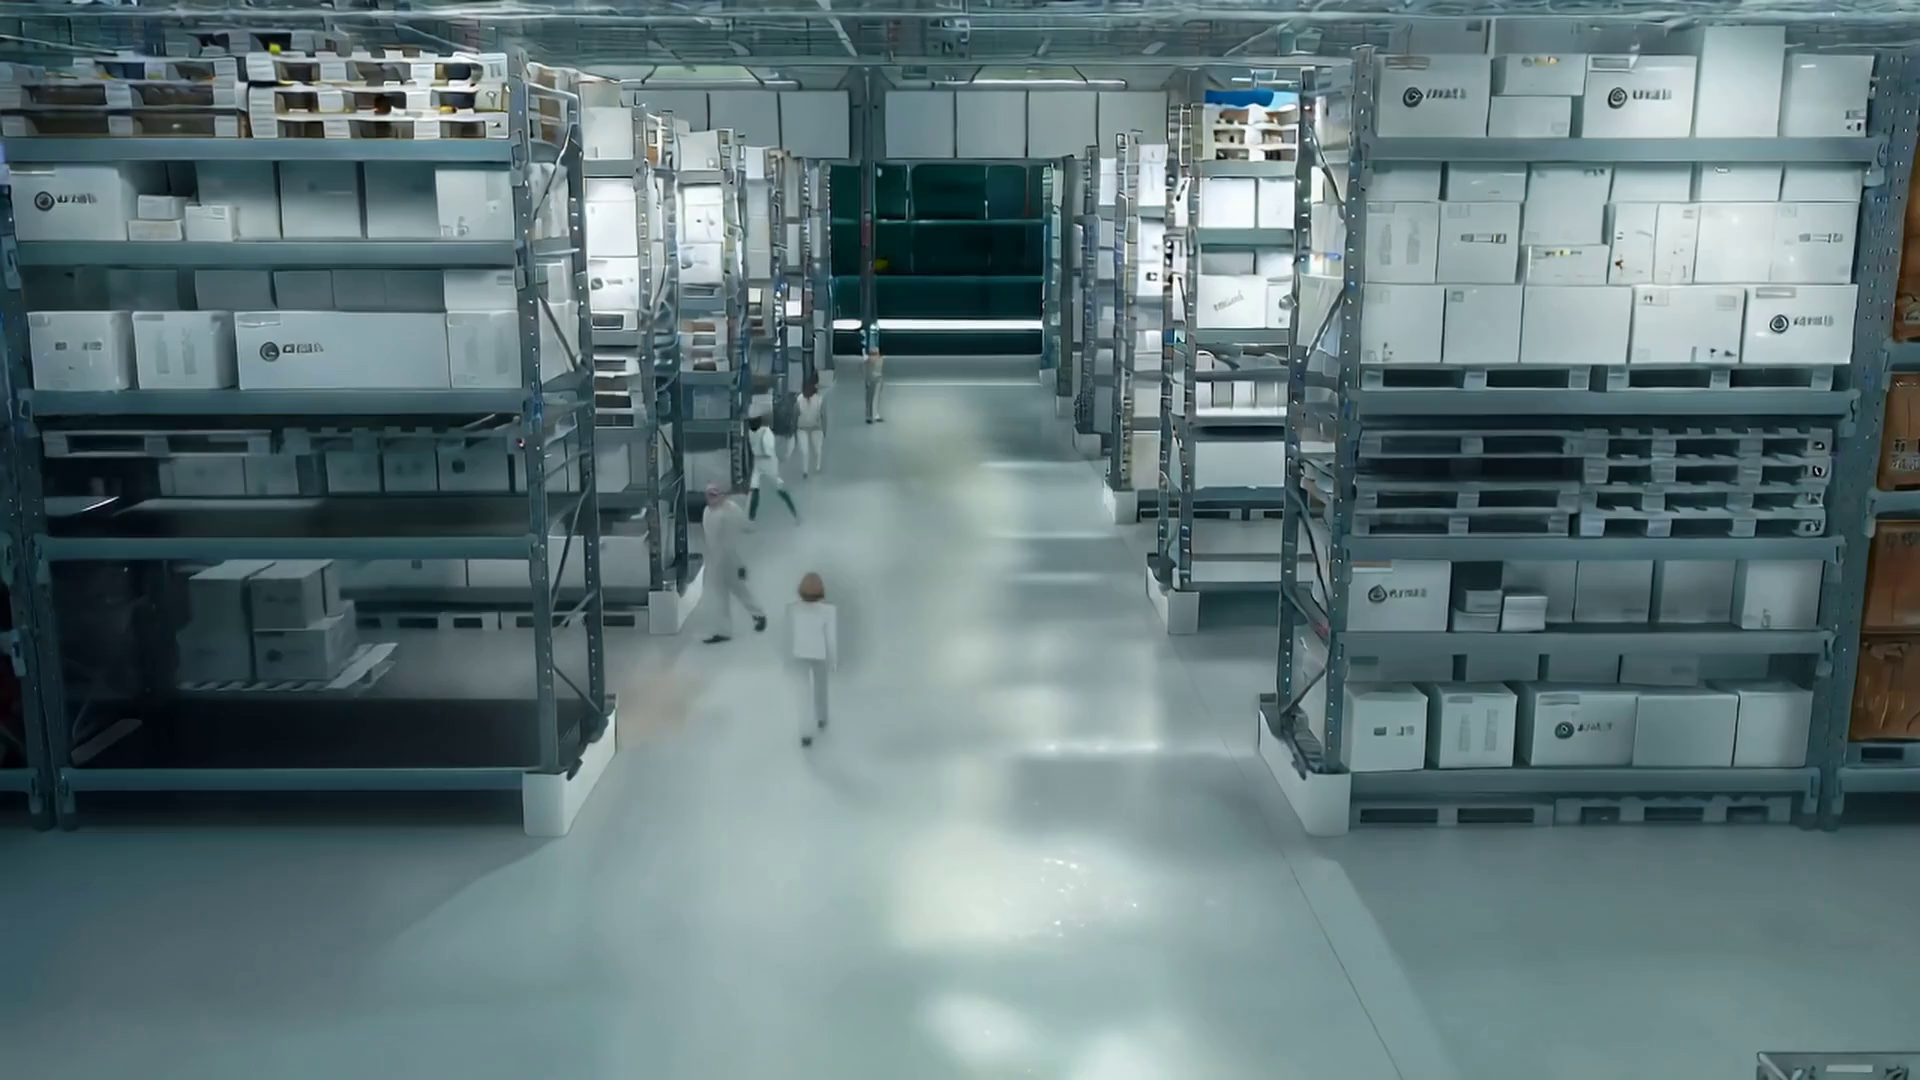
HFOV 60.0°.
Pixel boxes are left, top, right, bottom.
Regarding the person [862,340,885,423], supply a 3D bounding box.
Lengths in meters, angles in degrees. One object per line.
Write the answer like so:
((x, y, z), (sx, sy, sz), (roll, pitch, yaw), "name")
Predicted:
((-1.952, -3.647, 38.197), (0.407, 1.906, 0.654), (9, 15, 38), "person")

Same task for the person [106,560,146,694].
((-8.287, 0.833, 16.521), (0.318, 1.697, 0.535), (-11, 16, -43), "person")

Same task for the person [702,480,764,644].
((-2.651, 0.220, 19.148), (0.666, 1.870, 0.856), (8, 14, 34), "person")

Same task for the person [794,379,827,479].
((-2.739, -2.061, 30.556), (0.621, 1.826, 0.757), (0, 11, 2), "person")

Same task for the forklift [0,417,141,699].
((-9.061, 0.190, 16.756), (1.873, 2.768, 1.129), (0, 11, -1), "forklift")

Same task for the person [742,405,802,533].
((-2.913, -1.109, 25.508), (0.675, 1.974, 1.133), (11, 16, 43), "person")

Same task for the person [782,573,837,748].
((-1.396, 1.089, 15.511), (0.506, 1.590, 0.833), (-1, 11, -4), "person")
